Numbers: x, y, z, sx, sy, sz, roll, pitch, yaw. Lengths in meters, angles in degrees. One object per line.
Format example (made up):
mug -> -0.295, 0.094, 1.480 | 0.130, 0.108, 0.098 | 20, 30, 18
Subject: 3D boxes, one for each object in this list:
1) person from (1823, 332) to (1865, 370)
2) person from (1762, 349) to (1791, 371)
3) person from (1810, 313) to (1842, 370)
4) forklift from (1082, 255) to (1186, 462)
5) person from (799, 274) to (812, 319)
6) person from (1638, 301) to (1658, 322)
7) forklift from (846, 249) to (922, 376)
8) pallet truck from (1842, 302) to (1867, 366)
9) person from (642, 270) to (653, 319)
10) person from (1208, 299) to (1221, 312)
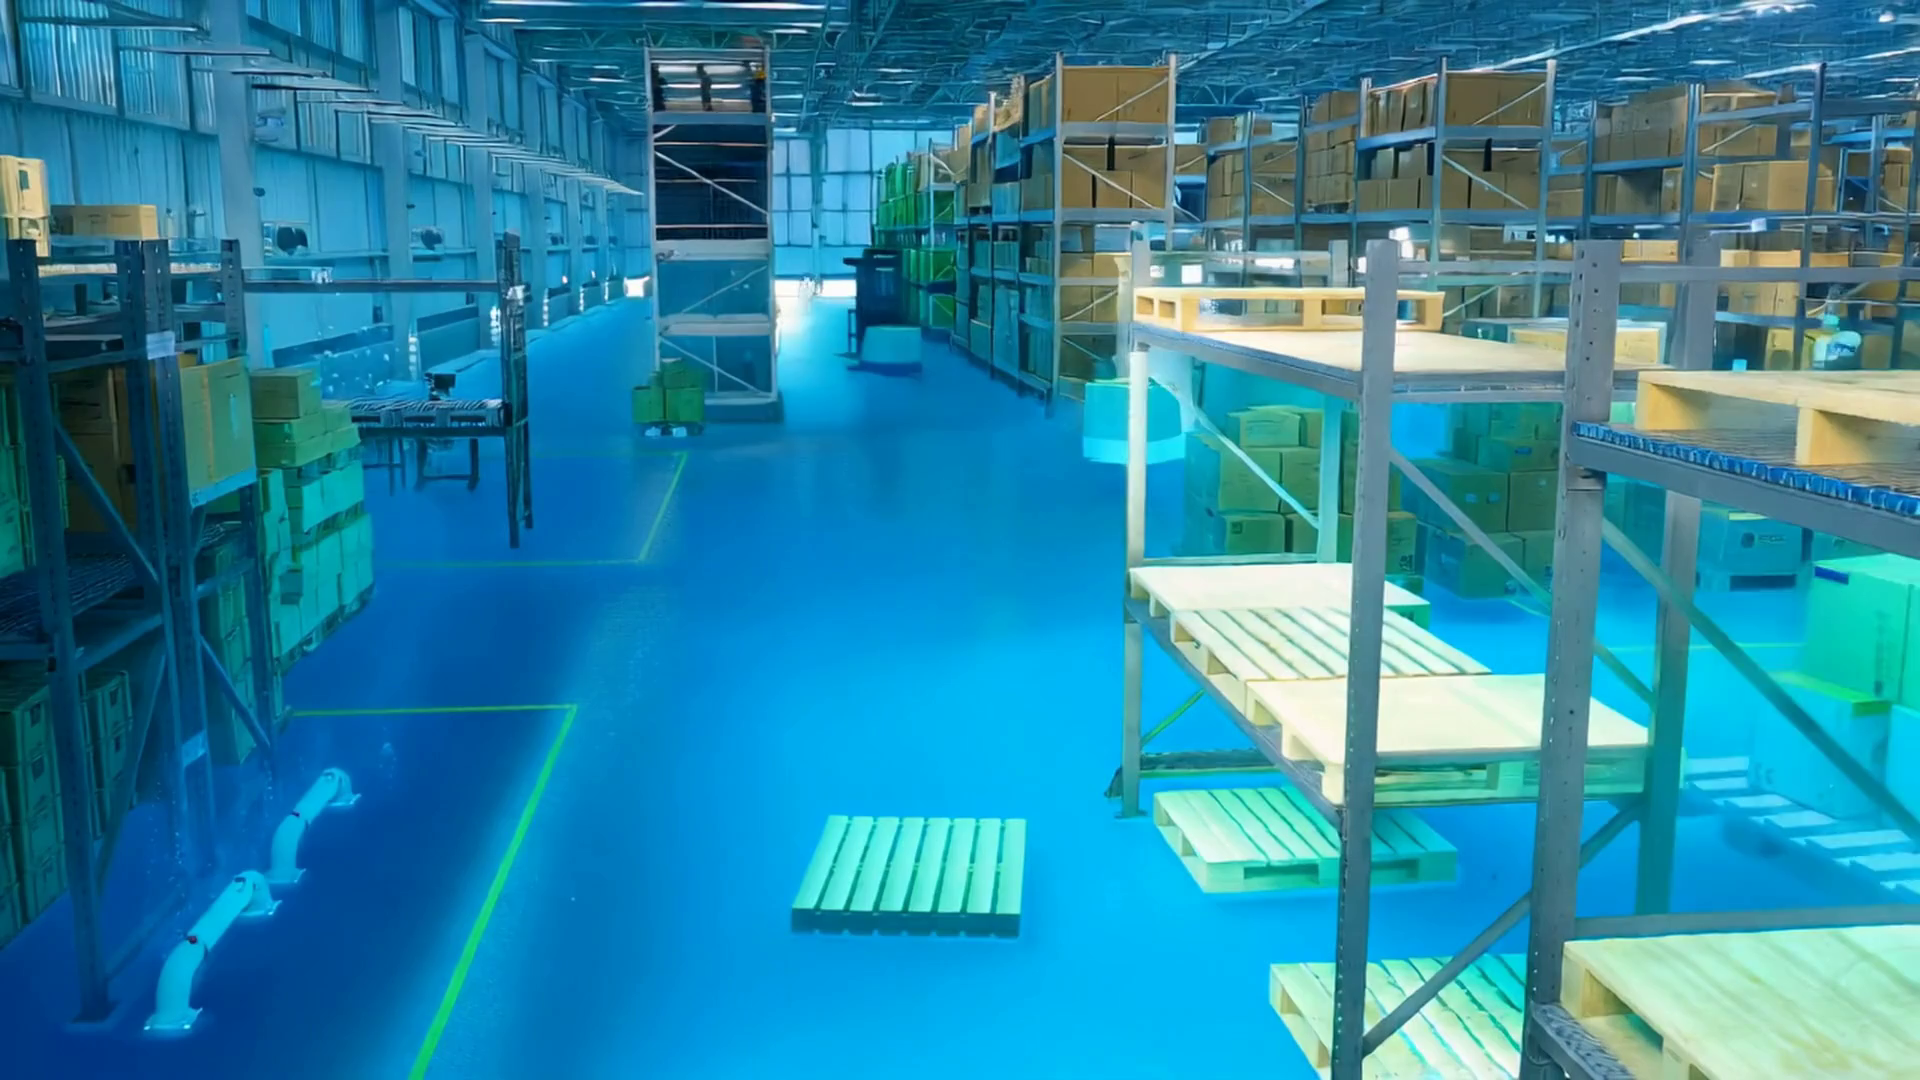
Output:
person -> 10.351, -1.464, 19.631 | 0.879, 1.967, 0.633 | -3, 11, -17
person -> 9.089, -1.219, 18.617 | 0.467, 1.823, 0.648 | -6, 12, -31
person -> 13.199, -2.480, 25.326 | 0.397, 1.922, 0.582 | -3, 11, -18
forklift -> 2.596, -2.580, 23.229 | 1.129, 2.768, 1.873 | 7, 12, 32
person -> -5.936, -9.361, 64.018 | 0.493, 1.721, 0.668 | 1, 10, 5
person -> 12.900, -3.531, 31.247 | 0.562, 1.895, 0.988 | -5, 12, -28
forklift -> -1.712, -5.175, 37.606 | 1.129, 2.768, 1.873 | -5, 11, -27
pallet truck -> 15.846, -3.142, 28.793 | 1.885, 1.965, 0.823 | 2, 10, 12
person -> -12.060, -9.525, 64.457 | 0.401, 1.893, 0.656 | 8, 13, 37
person -> 7.692, -6.884, 50.067 | 0.926, 1.808, 0.574 | -1, 10, -8
